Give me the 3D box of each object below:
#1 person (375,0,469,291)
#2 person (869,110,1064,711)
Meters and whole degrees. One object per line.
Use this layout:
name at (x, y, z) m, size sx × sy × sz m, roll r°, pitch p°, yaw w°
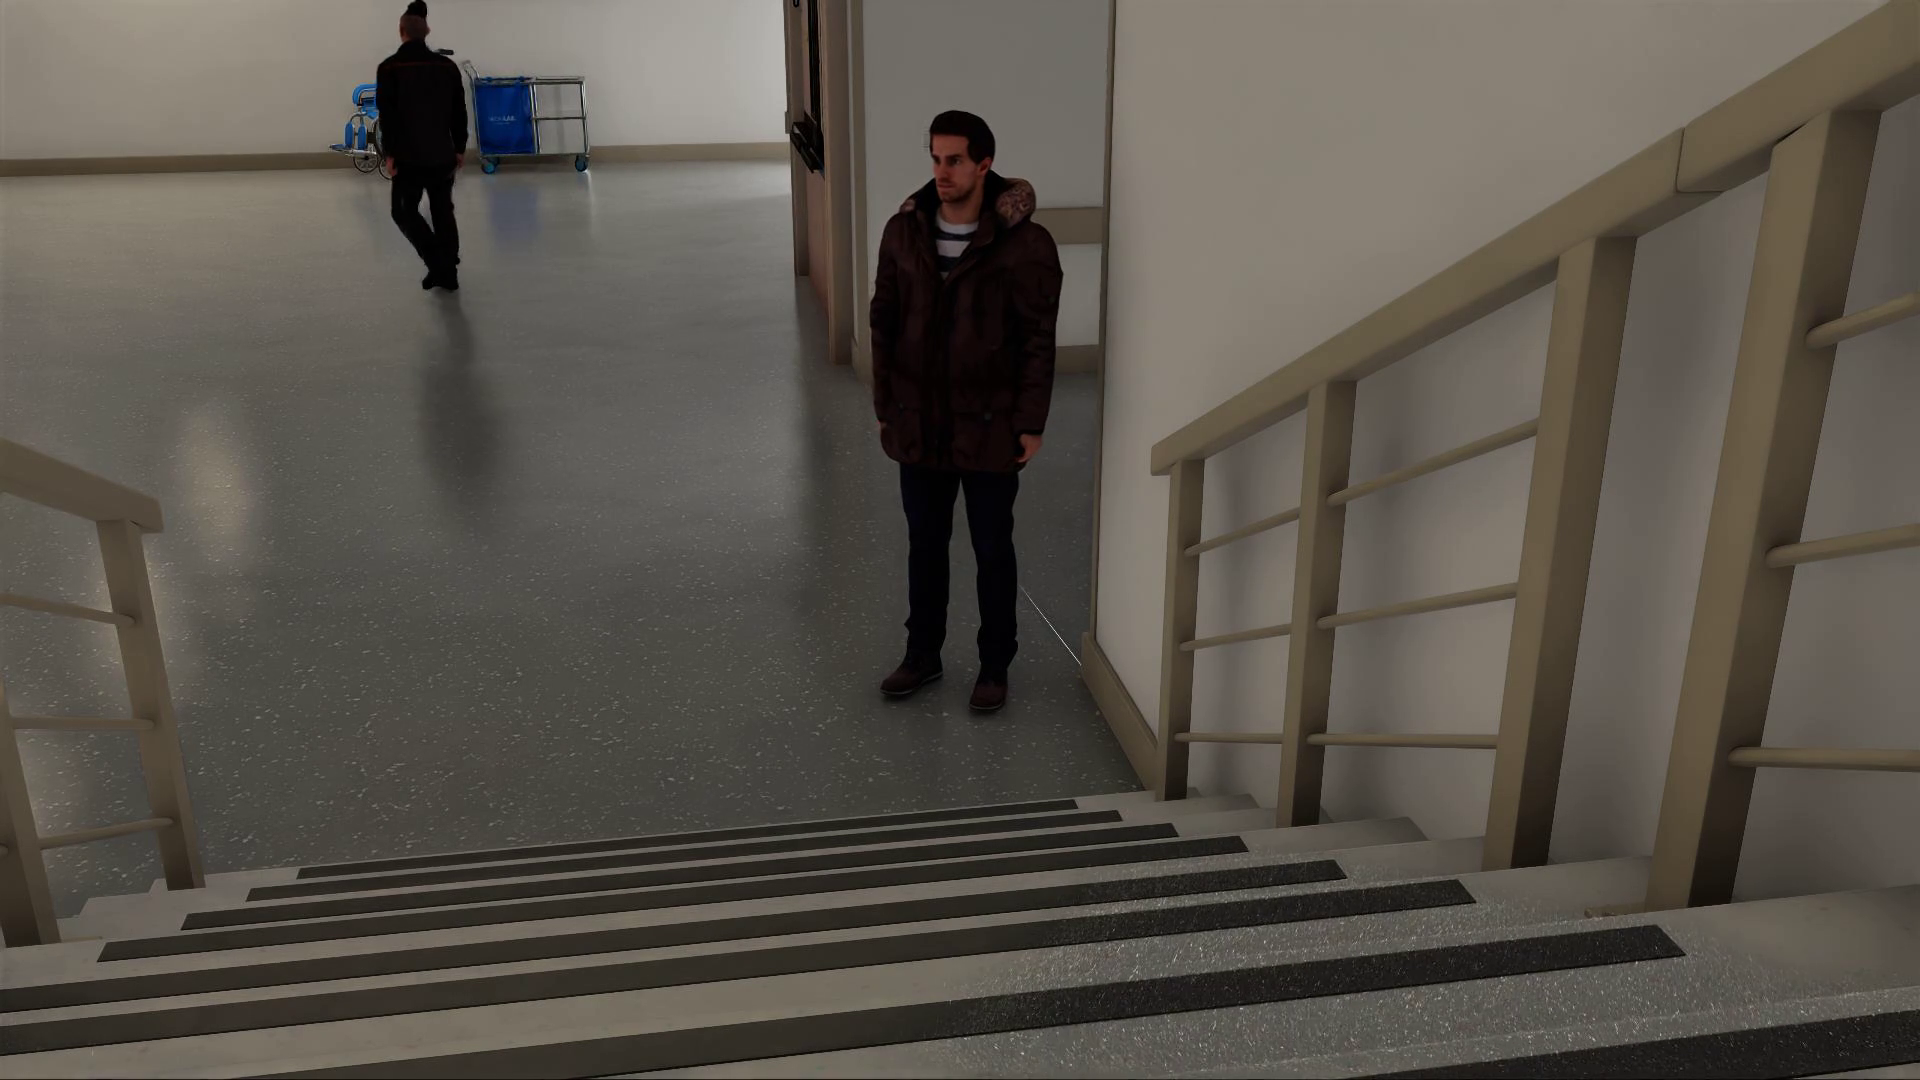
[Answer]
person at (-3.420, -2.507, 10.716) m, size 0.923 × 1.850 × 0.950 m, roll -19°, pitch 28°, yaw -40°
person at (0.005, -0.381, 5.104) m, size 0.867 × 1.847 × 0.883 m, roll 9°, pitch 22°, yaw 22°
